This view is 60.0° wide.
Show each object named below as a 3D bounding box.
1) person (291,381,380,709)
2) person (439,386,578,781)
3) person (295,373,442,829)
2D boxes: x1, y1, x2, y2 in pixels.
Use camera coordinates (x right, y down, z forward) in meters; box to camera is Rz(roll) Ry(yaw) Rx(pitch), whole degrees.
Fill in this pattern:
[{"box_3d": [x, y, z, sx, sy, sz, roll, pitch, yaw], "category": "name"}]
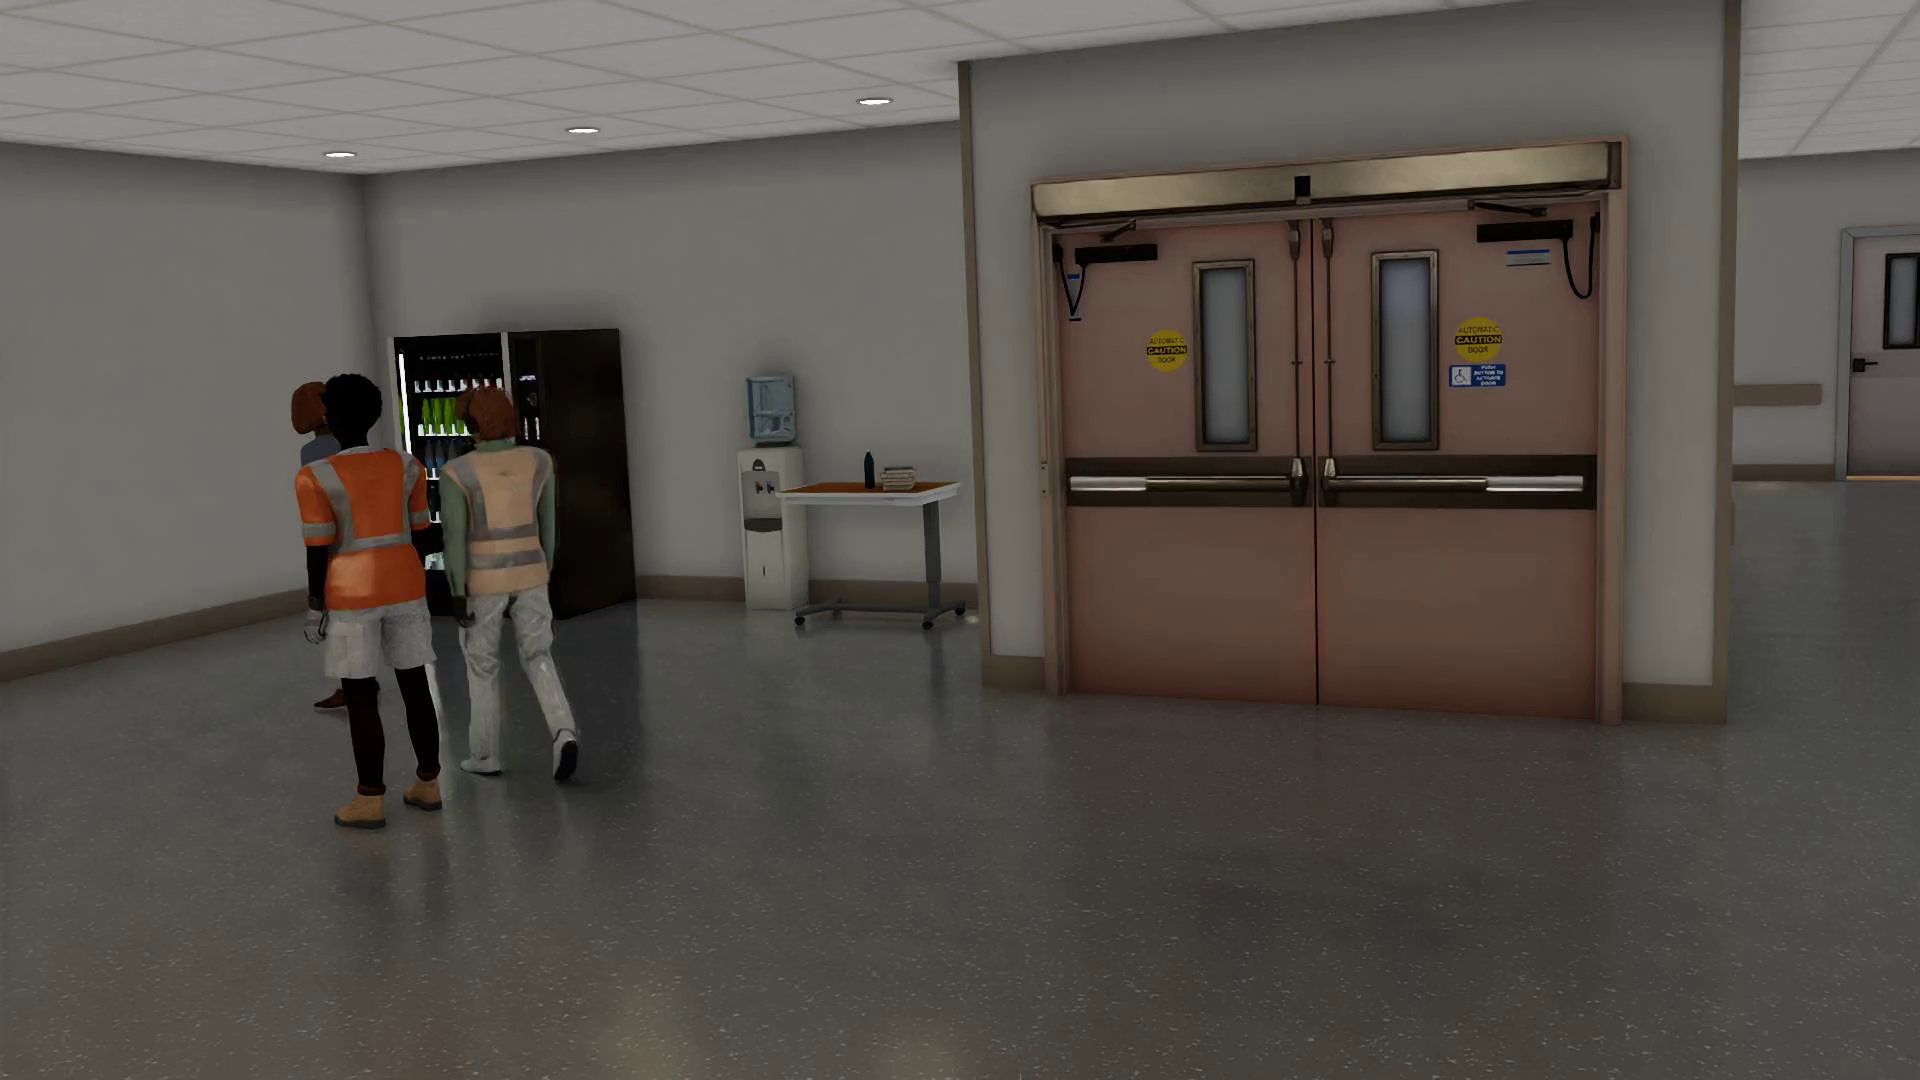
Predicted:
[{"box_3d": [-3.129, 0.025, 8.312, 0.289, 1.633, 0.501, -2, 7, 3], "category": "person"}, {"box_3d": [-1.830, 0.183, 6.719, 0.524, 1.616, 0.652, -8, 9, -38], "category": "person"}, {"box_3d": [-2.208, 0.226, 6.232, 0.322, 1.697, 0.530, 4, 10, 40], "category": "person"}]
